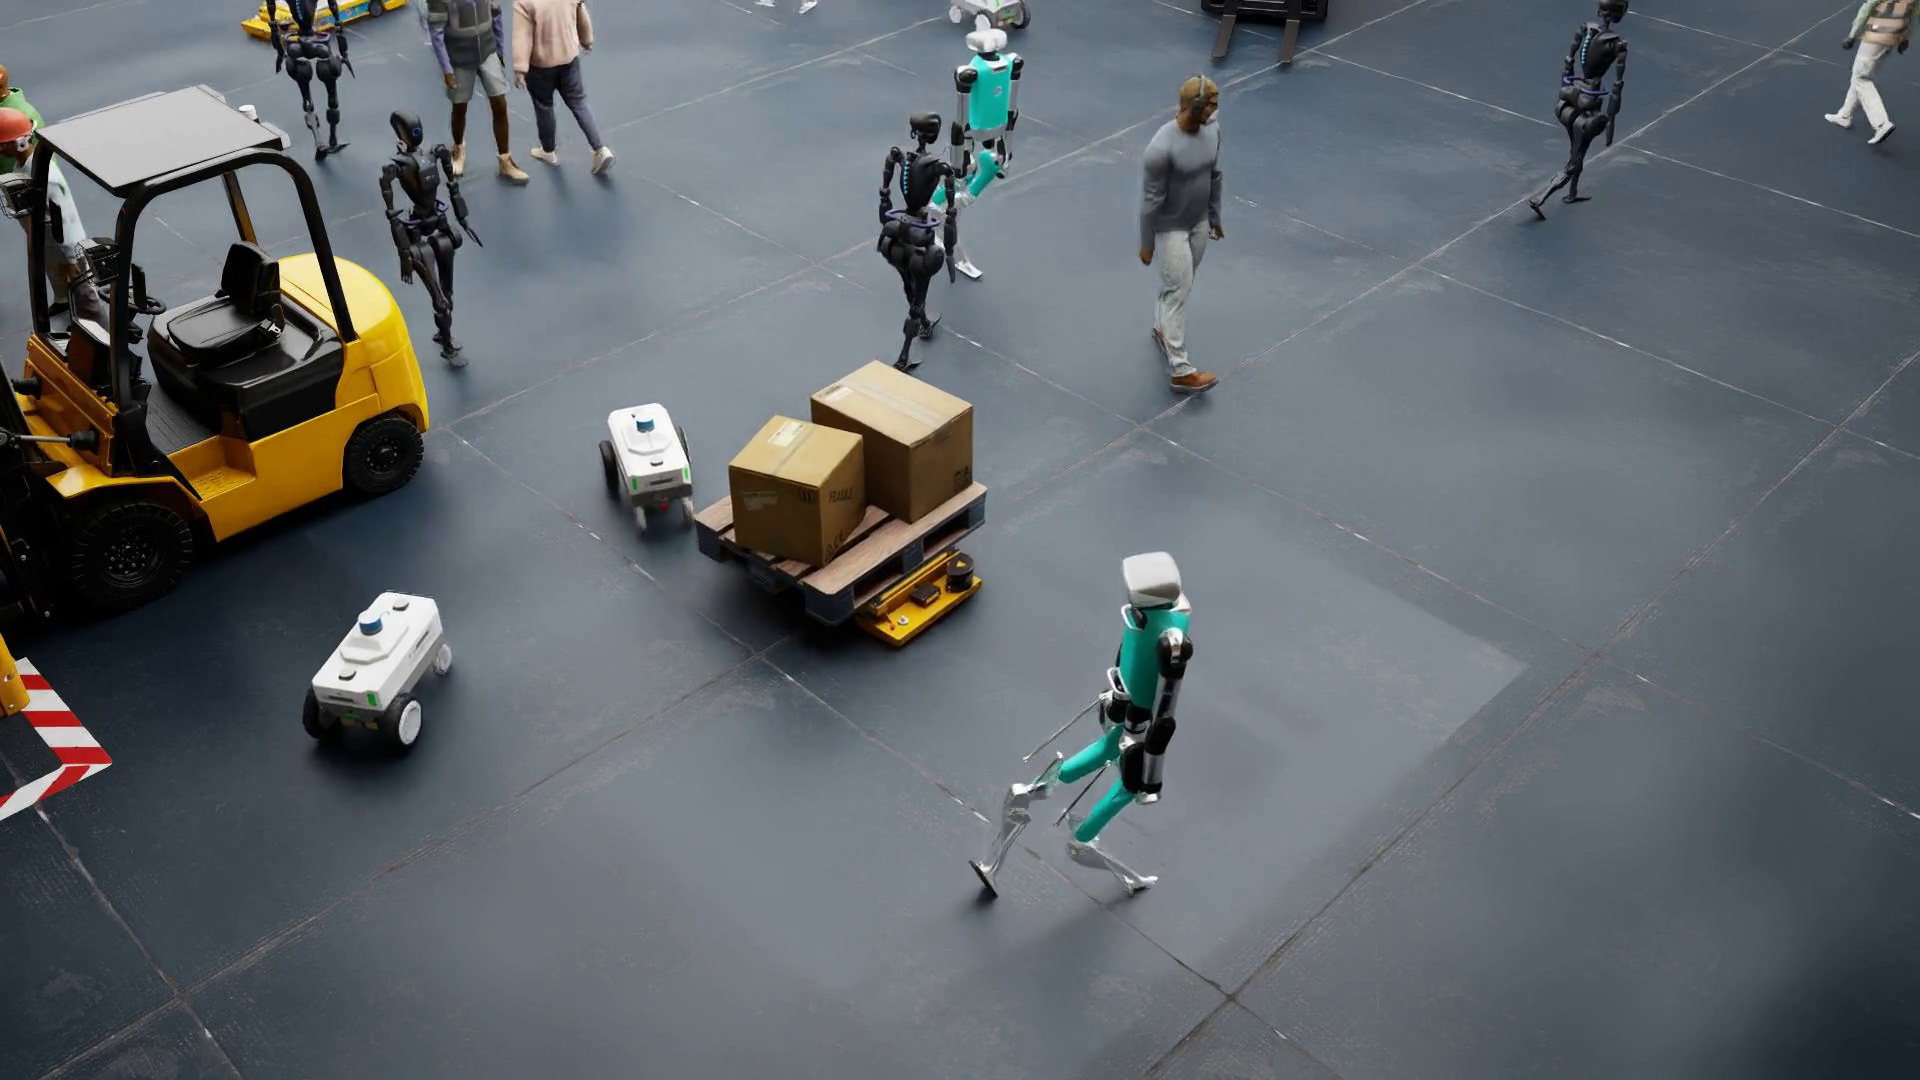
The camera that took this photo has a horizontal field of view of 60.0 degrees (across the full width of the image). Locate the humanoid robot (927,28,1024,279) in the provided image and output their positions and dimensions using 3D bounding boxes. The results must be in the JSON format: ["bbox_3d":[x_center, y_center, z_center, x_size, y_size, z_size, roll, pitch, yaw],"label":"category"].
[{"bbox_3d":[-0.007,-2.634,11.355,0.551,1.859,0.832,-27,44,-31],"label":"humanoid robot"}]

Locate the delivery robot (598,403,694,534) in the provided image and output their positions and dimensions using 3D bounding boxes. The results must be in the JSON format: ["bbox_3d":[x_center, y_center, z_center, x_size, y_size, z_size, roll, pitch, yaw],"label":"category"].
[{"bbox_3d":[-1.751,-0.453,9.375,0.499,0.608,0.793,-12,39,-16],"label":"delivery robot"}]

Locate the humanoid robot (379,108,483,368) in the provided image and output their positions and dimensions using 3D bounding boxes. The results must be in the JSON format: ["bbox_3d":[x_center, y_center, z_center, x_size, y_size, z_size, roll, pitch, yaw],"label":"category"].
[{"bbox_3d":[-3.260,-1.890,10.355,0.531,1.649,0.603,24,43,28],"label":"humanoid robot"}]

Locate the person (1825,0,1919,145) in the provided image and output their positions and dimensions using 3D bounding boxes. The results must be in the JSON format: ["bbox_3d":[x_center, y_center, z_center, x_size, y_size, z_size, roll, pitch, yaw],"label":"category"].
[{"bbox_3d":[7.344,-3.951,13.160,0.513,1.609,0.696,-15,39,-19],"label":"person"}]

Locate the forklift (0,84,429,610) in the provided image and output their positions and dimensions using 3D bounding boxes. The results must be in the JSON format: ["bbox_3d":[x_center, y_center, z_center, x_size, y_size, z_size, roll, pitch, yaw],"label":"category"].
[{"bbox_3d":[-4.145,-1.093,8.856,2.313,2.155,1.214,-31,47,-34],"label":"forklift"}]

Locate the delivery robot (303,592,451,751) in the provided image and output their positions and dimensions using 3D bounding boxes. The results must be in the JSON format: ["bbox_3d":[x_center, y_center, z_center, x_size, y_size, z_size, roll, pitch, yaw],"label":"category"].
[{"bbox_3d":[-2.774,0.624,7.938,0.499,0.614,0.791,7,37,10],"label":"delivery robot"}]

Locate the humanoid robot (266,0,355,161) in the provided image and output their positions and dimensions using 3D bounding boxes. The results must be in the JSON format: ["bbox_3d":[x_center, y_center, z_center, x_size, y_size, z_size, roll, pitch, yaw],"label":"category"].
[{"bbox_3d":[-5.029,-3.741,12.846,0.602,1.636,0.506,-4,37,-6],"label":"humanoid robot"}]

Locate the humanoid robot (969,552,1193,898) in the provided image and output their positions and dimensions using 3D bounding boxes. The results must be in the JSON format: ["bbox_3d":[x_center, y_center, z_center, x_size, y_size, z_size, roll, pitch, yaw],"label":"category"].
[{"bbox_3d":[0.408,0.849,6.655,0.958,1.771,0.542,-7,37,-9],"label":"humanoid robot"}]

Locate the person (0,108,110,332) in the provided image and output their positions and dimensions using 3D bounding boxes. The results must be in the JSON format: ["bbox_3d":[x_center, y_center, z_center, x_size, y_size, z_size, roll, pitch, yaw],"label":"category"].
[{"bbox_3d":[-5.552,-1.817,10.194,0.353,1.745,0.575,-25,43,-29],"label":"person"}]

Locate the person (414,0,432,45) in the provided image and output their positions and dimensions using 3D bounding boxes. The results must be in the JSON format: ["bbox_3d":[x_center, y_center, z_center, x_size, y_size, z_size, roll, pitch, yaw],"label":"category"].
[{"bbox_3d":[-4.778,-5.384,14.828,0.599,1.917,0.378,-2,37,-3],"label":"person"}]

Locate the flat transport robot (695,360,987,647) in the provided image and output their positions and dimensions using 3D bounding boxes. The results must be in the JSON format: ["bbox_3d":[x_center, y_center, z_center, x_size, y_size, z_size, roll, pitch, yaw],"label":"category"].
[{"bbox_3d":[-0.632,0.059,8.918,1.431,0.231,0.659,27,45,32],"label":"flat transport robot"}]

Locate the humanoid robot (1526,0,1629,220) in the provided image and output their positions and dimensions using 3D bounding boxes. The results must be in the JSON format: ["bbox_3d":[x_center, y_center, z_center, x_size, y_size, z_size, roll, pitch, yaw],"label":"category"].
[{"bbox_3d":[4.495,-3.150,12.072,0.739,1.640,0.611,-15,39,-19],"label":"humanoid robot"}]

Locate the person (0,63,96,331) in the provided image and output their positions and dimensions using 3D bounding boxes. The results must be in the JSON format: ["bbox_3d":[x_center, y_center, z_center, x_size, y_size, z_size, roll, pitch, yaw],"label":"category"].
[{"bbox_3d":[-5.959,-2.216,10.699,0.538,1.784,0.383,22,42,26],"label":"person"}]

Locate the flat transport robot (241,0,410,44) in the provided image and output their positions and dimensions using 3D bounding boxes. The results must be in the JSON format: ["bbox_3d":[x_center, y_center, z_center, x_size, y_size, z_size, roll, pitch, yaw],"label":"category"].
[{"bbox_3d":[-5.995,-5.039,15.742,0.659,0.231,1.431,23,42,27],"label":"flat transport robot"}]

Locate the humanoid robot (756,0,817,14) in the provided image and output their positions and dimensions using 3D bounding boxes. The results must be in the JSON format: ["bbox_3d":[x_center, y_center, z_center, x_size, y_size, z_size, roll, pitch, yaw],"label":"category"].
[{"bbox_3d":[-1.620,-5.804,15.559,0.948,1.771,0.542,22,42,27],"label":"humanoid robot"}]

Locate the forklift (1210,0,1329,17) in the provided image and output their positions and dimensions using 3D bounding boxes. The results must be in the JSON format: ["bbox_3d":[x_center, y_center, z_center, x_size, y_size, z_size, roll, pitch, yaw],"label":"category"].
[{"bbox_3d":[3.106,-6.400,15.960,1.214,2.155,2.313,8,37,10],"label":"forklift"}]

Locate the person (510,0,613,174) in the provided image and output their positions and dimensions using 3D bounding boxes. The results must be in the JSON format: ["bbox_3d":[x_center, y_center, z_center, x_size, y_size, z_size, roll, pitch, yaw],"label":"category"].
[{"bbox_3d":[-3.055,-3.675,12.614,0.805,1.836,0.829,-31,46,-34],"label":"person"}]

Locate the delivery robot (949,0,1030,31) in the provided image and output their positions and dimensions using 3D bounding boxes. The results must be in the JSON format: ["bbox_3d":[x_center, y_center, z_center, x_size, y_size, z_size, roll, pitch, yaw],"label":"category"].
[{"bbox_3d":[0.258,-5.017,15.482,0.499,0.606,0.794,-27,45,-32],"label":"delivery robot"}]

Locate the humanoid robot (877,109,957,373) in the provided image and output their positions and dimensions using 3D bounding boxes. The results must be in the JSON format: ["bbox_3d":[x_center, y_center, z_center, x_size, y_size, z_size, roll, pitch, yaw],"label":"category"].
[{"bbox_3d":[-0.257,-1.891,10.371,0.614,1.621,0.688,23,42,27],"label":"humanoid robot"}]

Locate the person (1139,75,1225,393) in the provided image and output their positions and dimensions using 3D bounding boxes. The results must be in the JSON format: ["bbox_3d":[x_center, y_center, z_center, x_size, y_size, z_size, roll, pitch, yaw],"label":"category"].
[{"bbox_3d":[1.438,-1.879,10.169,0.778,1.880,0.667,30,46,34],"label":"person"}]

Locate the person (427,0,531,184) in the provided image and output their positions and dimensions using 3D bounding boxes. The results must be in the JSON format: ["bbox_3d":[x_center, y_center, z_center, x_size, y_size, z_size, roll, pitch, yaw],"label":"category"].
[{"bbox_3d":[-3.695,-3.663,12.470,0.626,2.002,0.747,-30,46,-34],"label":"person"}]
